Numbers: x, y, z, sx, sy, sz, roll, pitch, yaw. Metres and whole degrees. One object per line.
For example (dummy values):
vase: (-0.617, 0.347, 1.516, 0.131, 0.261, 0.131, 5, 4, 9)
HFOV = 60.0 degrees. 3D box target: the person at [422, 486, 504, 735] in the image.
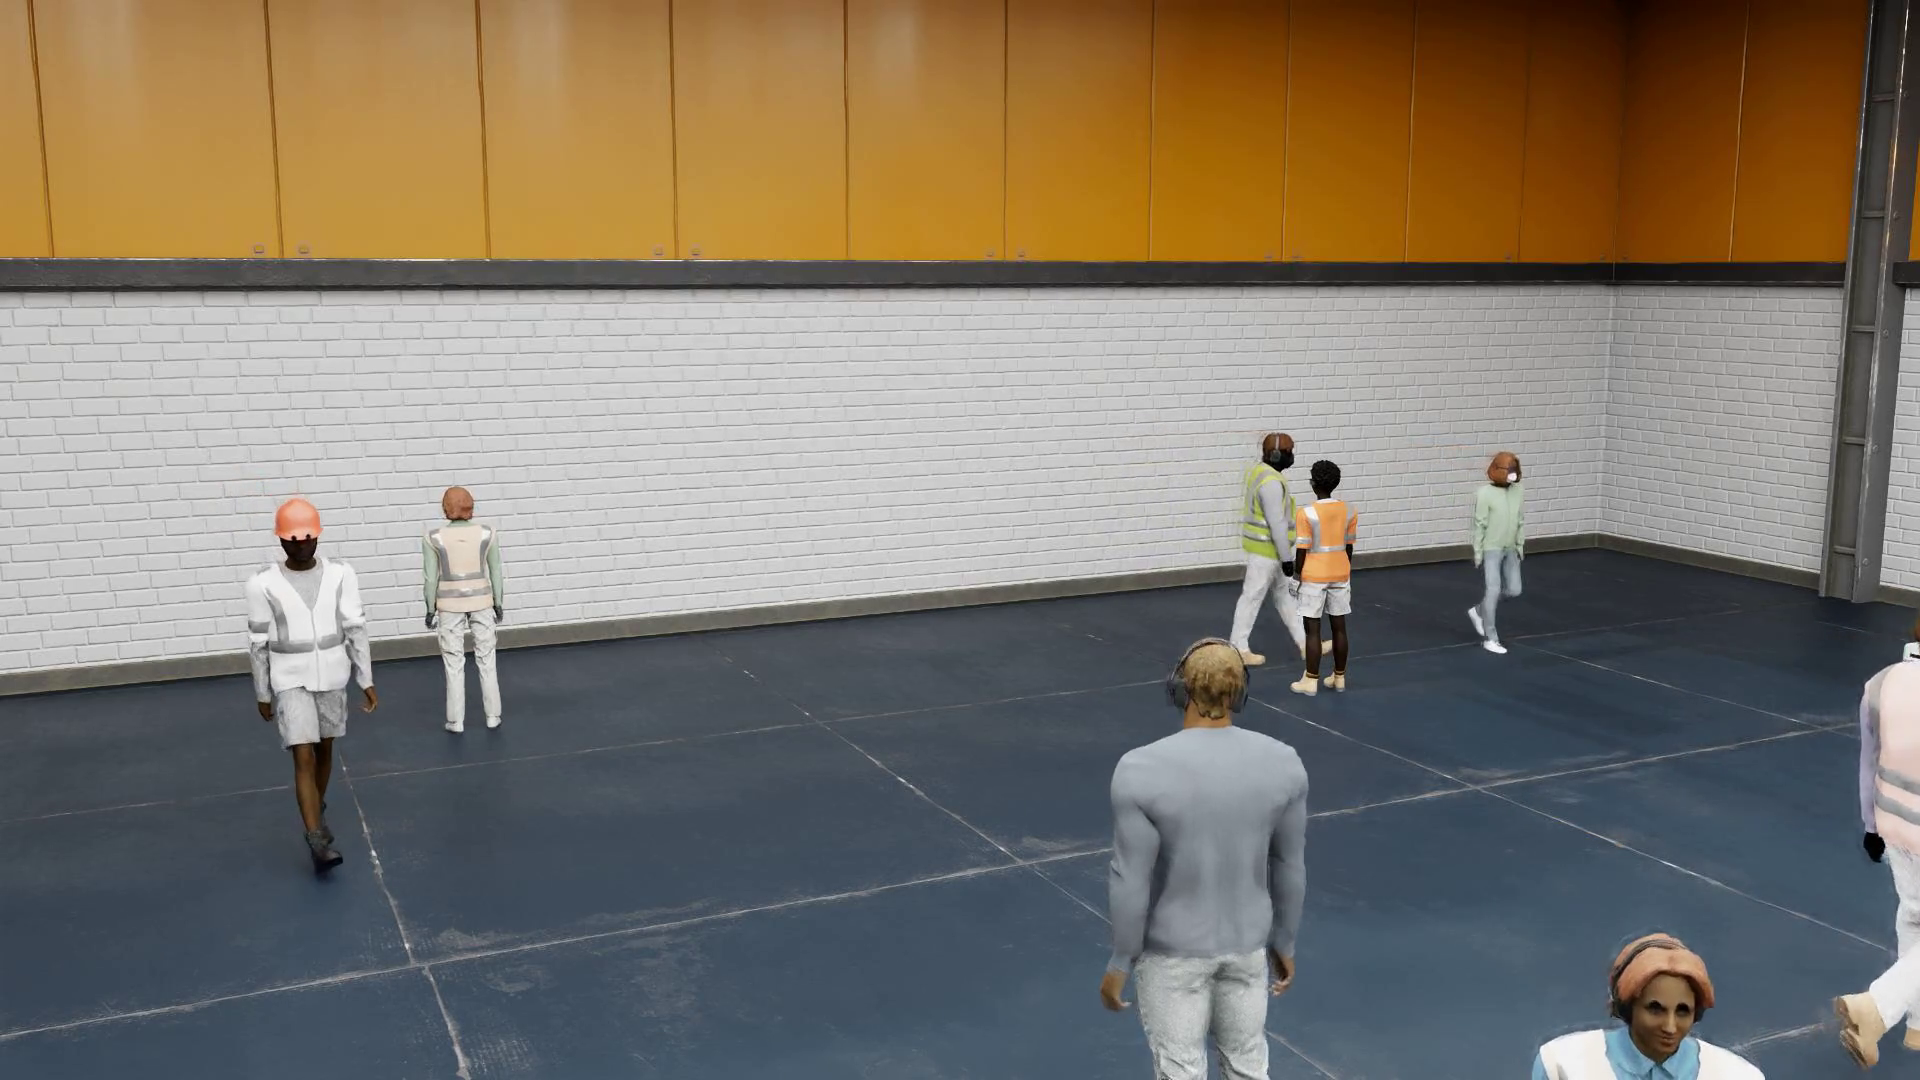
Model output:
person: (-3.262, 0.464, 10.964, 0.526, 1.633, 0.317, -4, 10, -25)

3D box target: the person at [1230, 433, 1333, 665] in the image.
person: (2.494, 0.083, 12.776, 0.910, 1.799, 0.661, 1, 9, 8)

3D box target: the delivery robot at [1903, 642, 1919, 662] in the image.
delivery robot: (7.023, 0.827, 11.747, 0.707, 0.478, 0.477, -4, 10, -25)

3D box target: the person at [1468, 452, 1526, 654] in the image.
person: (4.289, 0.082, 13.354, 0.517, 1.616, 0.445, -5, 10, -26)

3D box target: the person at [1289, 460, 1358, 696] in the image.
person: (2.602, 0.271, 11.947, 0.531, 1.698, 0.320, -4, 10, -24)

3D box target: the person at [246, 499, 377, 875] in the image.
person: (-3.305, 0.729, 8.519, 0.549, 1.883, 0.985, -7, 11, -36)

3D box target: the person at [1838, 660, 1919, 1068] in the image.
person: (3.650, 1.121, 6.290, 0.698, 1.822, 0.636, -2, 9, -15)

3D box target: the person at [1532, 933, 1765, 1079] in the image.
person: (1.550, 1.637, 3.801, 0.520, 1.597, 0.858, 1, 9, 9)

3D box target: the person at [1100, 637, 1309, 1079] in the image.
person: (0.764, 1.263, 5.123, 0.657, 1.926, 0.407, -3, 10, -16)
